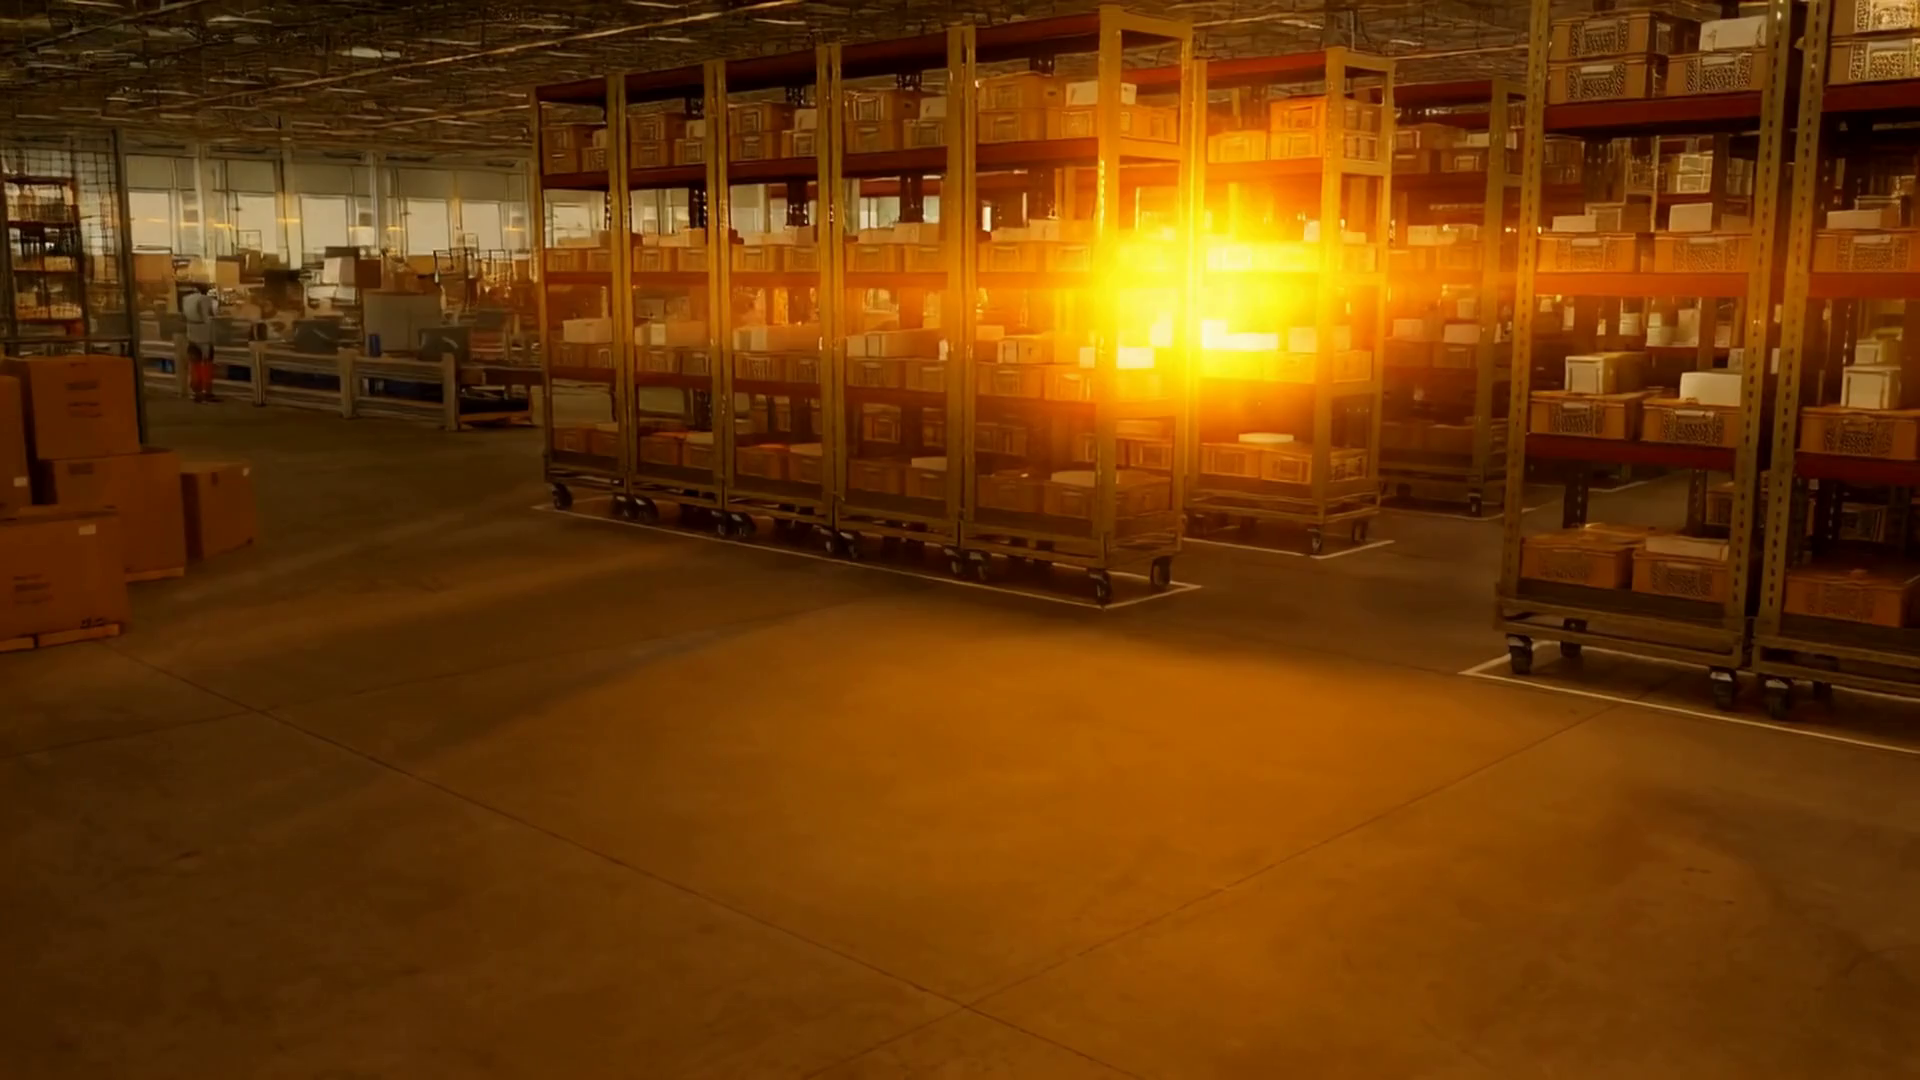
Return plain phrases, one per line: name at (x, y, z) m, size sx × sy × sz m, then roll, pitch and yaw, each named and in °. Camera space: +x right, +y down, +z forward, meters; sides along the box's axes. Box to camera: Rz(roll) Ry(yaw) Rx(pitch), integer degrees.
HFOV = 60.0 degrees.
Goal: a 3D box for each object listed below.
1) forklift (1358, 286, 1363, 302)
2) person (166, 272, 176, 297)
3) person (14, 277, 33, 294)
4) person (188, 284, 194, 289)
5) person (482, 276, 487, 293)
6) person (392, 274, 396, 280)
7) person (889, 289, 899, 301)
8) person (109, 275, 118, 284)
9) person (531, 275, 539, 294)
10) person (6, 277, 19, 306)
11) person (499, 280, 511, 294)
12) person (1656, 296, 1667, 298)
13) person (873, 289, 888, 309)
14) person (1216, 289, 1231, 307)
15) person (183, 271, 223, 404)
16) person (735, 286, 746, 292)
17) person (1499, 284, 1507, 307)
forklift at (11.100, -7.017, 46.970) m, size 1.873 × 2.768 × 1.129 m, roll 9°, pitch 13°, yaw 43°
person at (-32.723, -10.157, 69.098) m, size 0.364 × 1.939 × 0.636 m, roll -1°, pitch 9°, yaw -7°
person at (-29.845, -7.541, 53.111) m, size 0.542 × 1.928 × 0.399 m, roll -8°, pitch 12°, yaw -41°
person at (-26.954, -8.391, 58.523) m, size 0.506 × 1.860 × 0.320 m, roll 5°, pitch 11°, yaw 30°
person at (-26.261, -13.694, 91.564) m, size 0.561 × 1.673 × 0.479 m, roll 3°, pitch 10°, yaw 18°
person at (-20.542, -8.737, 60.571) m, size 0.989 × 1.891 × 0.563 m, roll -3°, pitch 10°, yaw -15°
person at (-2.349, -8.651, 59.689) m, size 0.395 × 1.993 × 0.616 m, roll 4°, pitch 10°, yaw 23°
person at (-33.182, -9.489, 65.372) m, size 0.532 × 1.827 × 0.750 m, roll 4°, pitch 10°, yaw 23°
person at (-15.819, -8.976, 62.095) m, size 0.515 × 1.864 × 0.336 m, roll 8°, pitch 12°, yaw 40°
person at (-41.404, -10.714, 72.657) m, size 0.402 × 1.899 × 0.703 m, roll 3°, pitch 10°, yaw 17°
person at (-15.930, -8.279, 58.357) m, size 0.537 × 1.693 × 0.320 m, roll 6°, pitch 11°, yaw 31°
person at (13.325, -4.097, 32.008) m, size 0.875 × 1.909 × 0.624 m, roll 4°, pitch 10°, yaw 21°
person at (-2.872, -8.390, 59.303) m, size 0.821 × 1.583 × 0.559 m, roll 8°, pitch 12°, yaw 42°
person at (3.467, -2.523, 22.684) m, size 0.700 × 1.809 × 0.602 m, roll -7°, pitch 12°, yaw -37°
person at (-11.590, -3.088, 25.492) m, size 0.602 × 2.035 × 0.406 m, roll 5°, pitch 11°, yaw 29°
person at (-8.376, -9.131, 62.499) m, size 0.681 × 2.000 × 0.536 m, roll -1°, pitch 9°, yaw -4°
person at (15.470, -6.501, 47.454) m, size 0.641 × 1.680 × 0.538 m, roll 5°, pitch 11°, yaw 29°
